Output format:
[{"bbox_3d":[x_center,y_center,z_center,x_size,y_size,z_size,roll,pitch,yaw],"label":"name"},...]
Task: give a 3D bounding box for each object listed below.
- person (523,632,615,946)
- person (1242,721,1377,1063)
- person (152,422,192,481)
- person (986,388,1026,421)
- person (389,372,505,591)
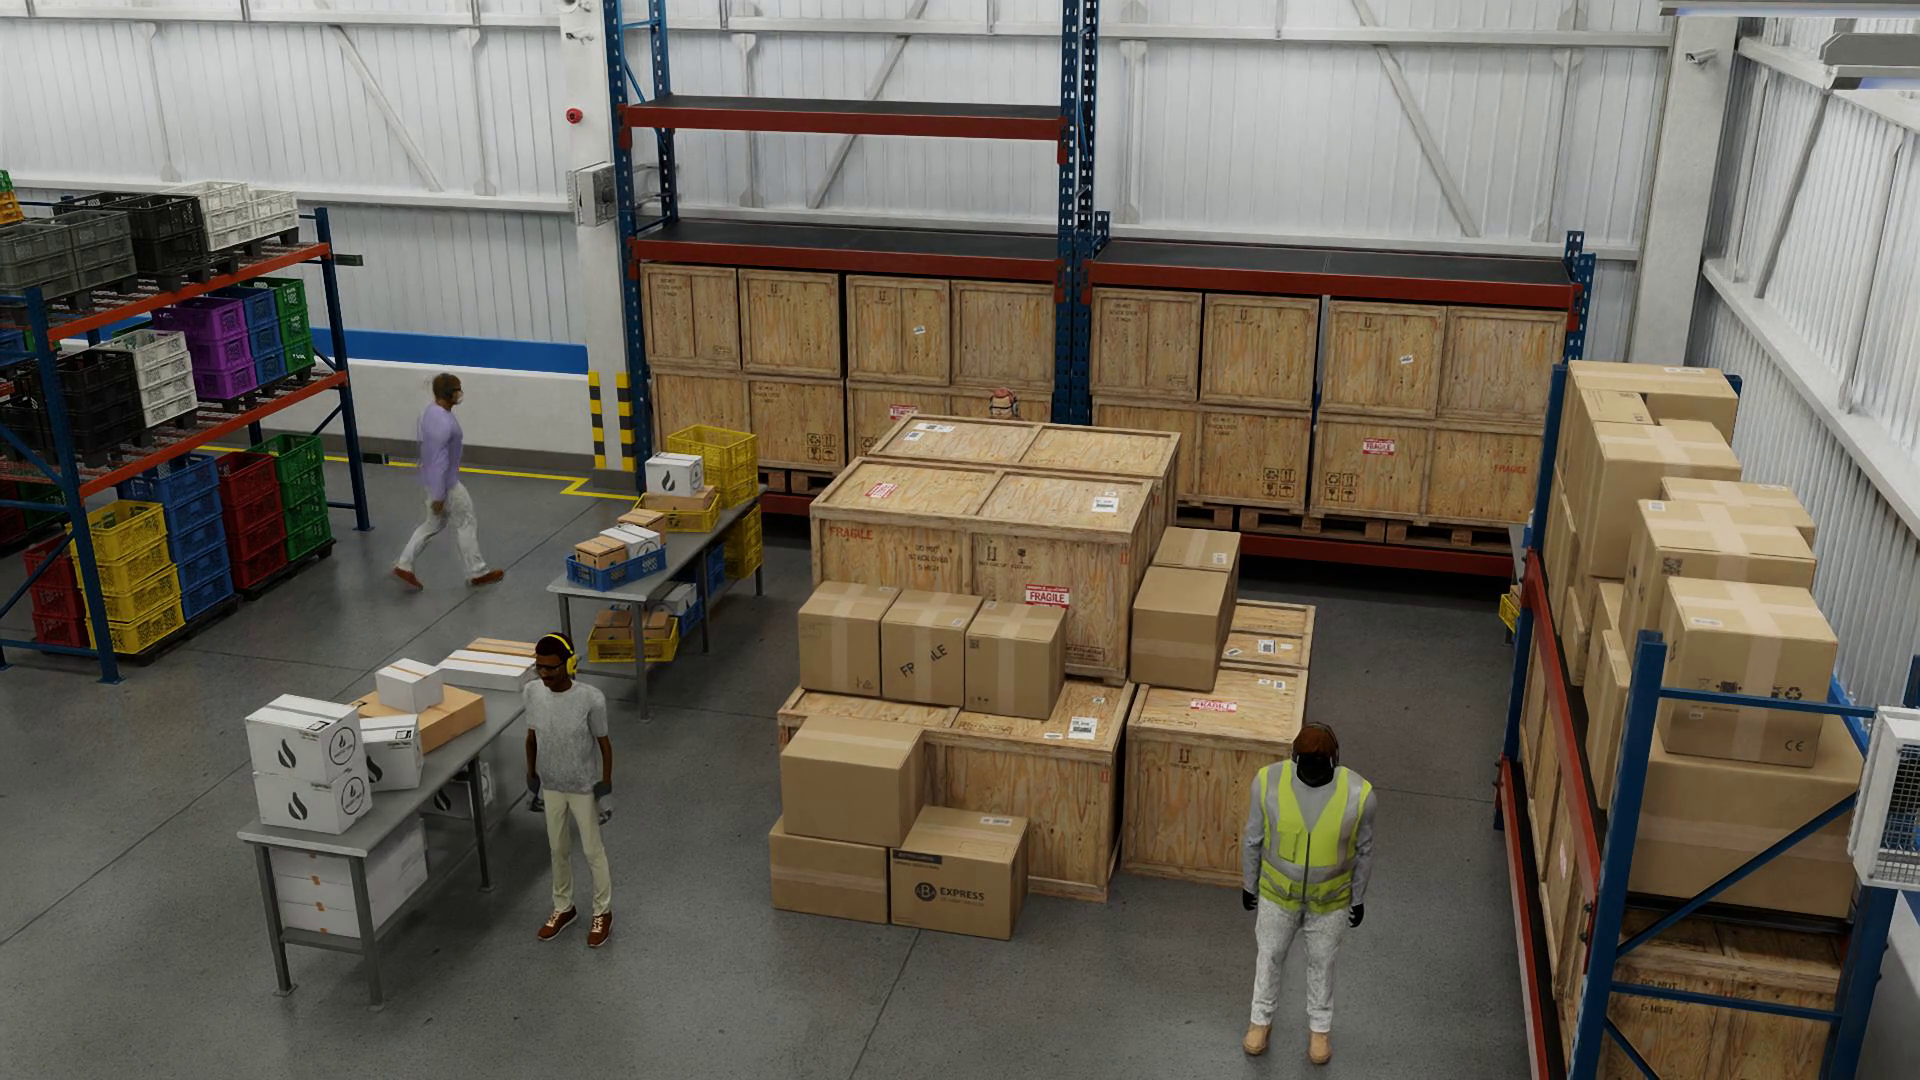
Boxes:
[{"bbox_3d":[-2.165,1.374,9.190,0.532,1.870,0.315,5,21,13],"label":"person"},{"bbox_3d":[1.707,1.744,8.260,0.634,1.842,0.429,5,21,13],"label":"person"},{"bbox_3d":[-7.249,-0.953,15.259,0.573,1.883,0.355,13,25,31],"label":"person"},{"bbox_3d":[0.346,-0.316,13.560,0.652,1.906,0.409,5,21,13],"label":"person"},{"bbox_3d":[-4.419,-0.469,13.987,0.905,1.905,0.628,-10,23,-24],"label":"person"}]
